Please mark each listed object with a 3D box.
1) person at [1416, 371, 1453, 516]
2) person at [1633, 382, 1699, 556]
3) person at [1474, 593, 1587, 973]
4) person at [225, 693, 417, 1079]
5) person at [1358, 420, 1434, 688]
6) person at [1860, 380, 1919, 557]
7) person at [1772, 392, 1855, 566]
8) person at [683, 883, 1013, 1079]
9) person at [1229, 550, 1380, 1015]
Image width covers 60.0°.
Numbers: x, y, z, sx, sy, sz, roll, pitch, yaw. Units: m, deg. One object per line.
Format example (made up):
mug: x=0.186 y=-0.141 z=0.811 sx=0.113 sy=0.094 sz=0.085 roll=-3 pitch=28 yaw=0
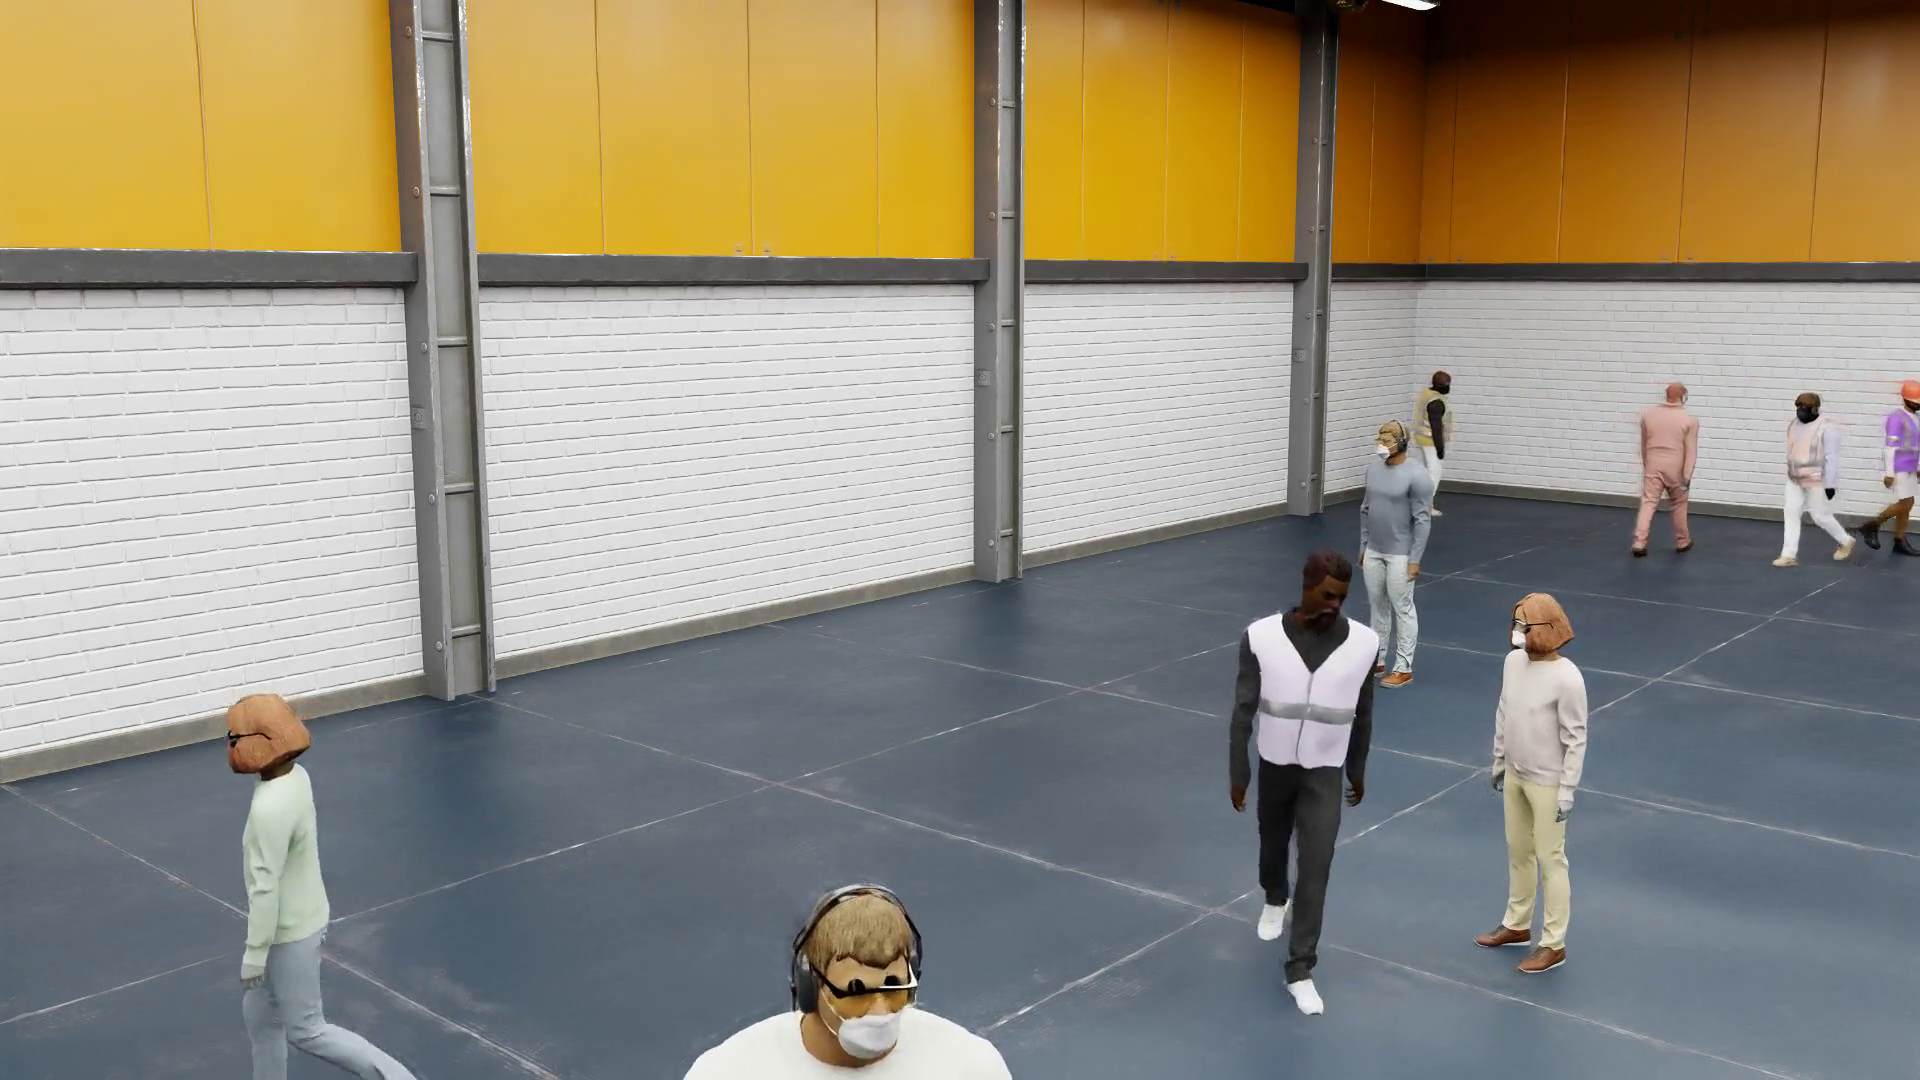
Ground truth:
person: x=5.881 y=-1.202 z=20.676 sx=0.440 sy=1.806 sz=0.780 roll=1 pitch=9 yaw=8
person: x=7.505 y=-0.747 z=17.652 sx=0.657 sy=1.857 sz=1.019 roll=9 pitch=13 yaw=44
person: x=2.469 y=1.032 z=7.155 sx=0.266 sy=1.631 sz=0.507 roll=-3 pitch=10 yaw=-18
person: x=-2.184 y=1.295 z=5.588 sx=0.715 sy=1.606 sz=0.498 roll=-3 pitch=9 yaw=-17
person: x=3.126 y=0.098 z=12.064 sx=0.367 sy=1.940 sz=0.629 roll=-5 pitch=10 yaw=-29
person: x=9.929 y=-0.757 z=17.591 sx=0.545 sy=1.896 sz=0.547 roll=-7 pitch=11 yaw=-37
person: x=8.766 y=-0.622 z=17.015 sx=0.798 sy=1.807 sz=0.650 roll=-3 pitch=10 yaw=-19
person: x=-0.174 y=1.551 z=2.998 sx=0.652 sy=1.912 sz=0.767 roll=-3 pitch=9 yaw=-16
person: x=1.456 y=0.935 z=7.089 sx=0.605 sy=1.861 sz=1.020 roll=2 pitch=9 yaw=10
